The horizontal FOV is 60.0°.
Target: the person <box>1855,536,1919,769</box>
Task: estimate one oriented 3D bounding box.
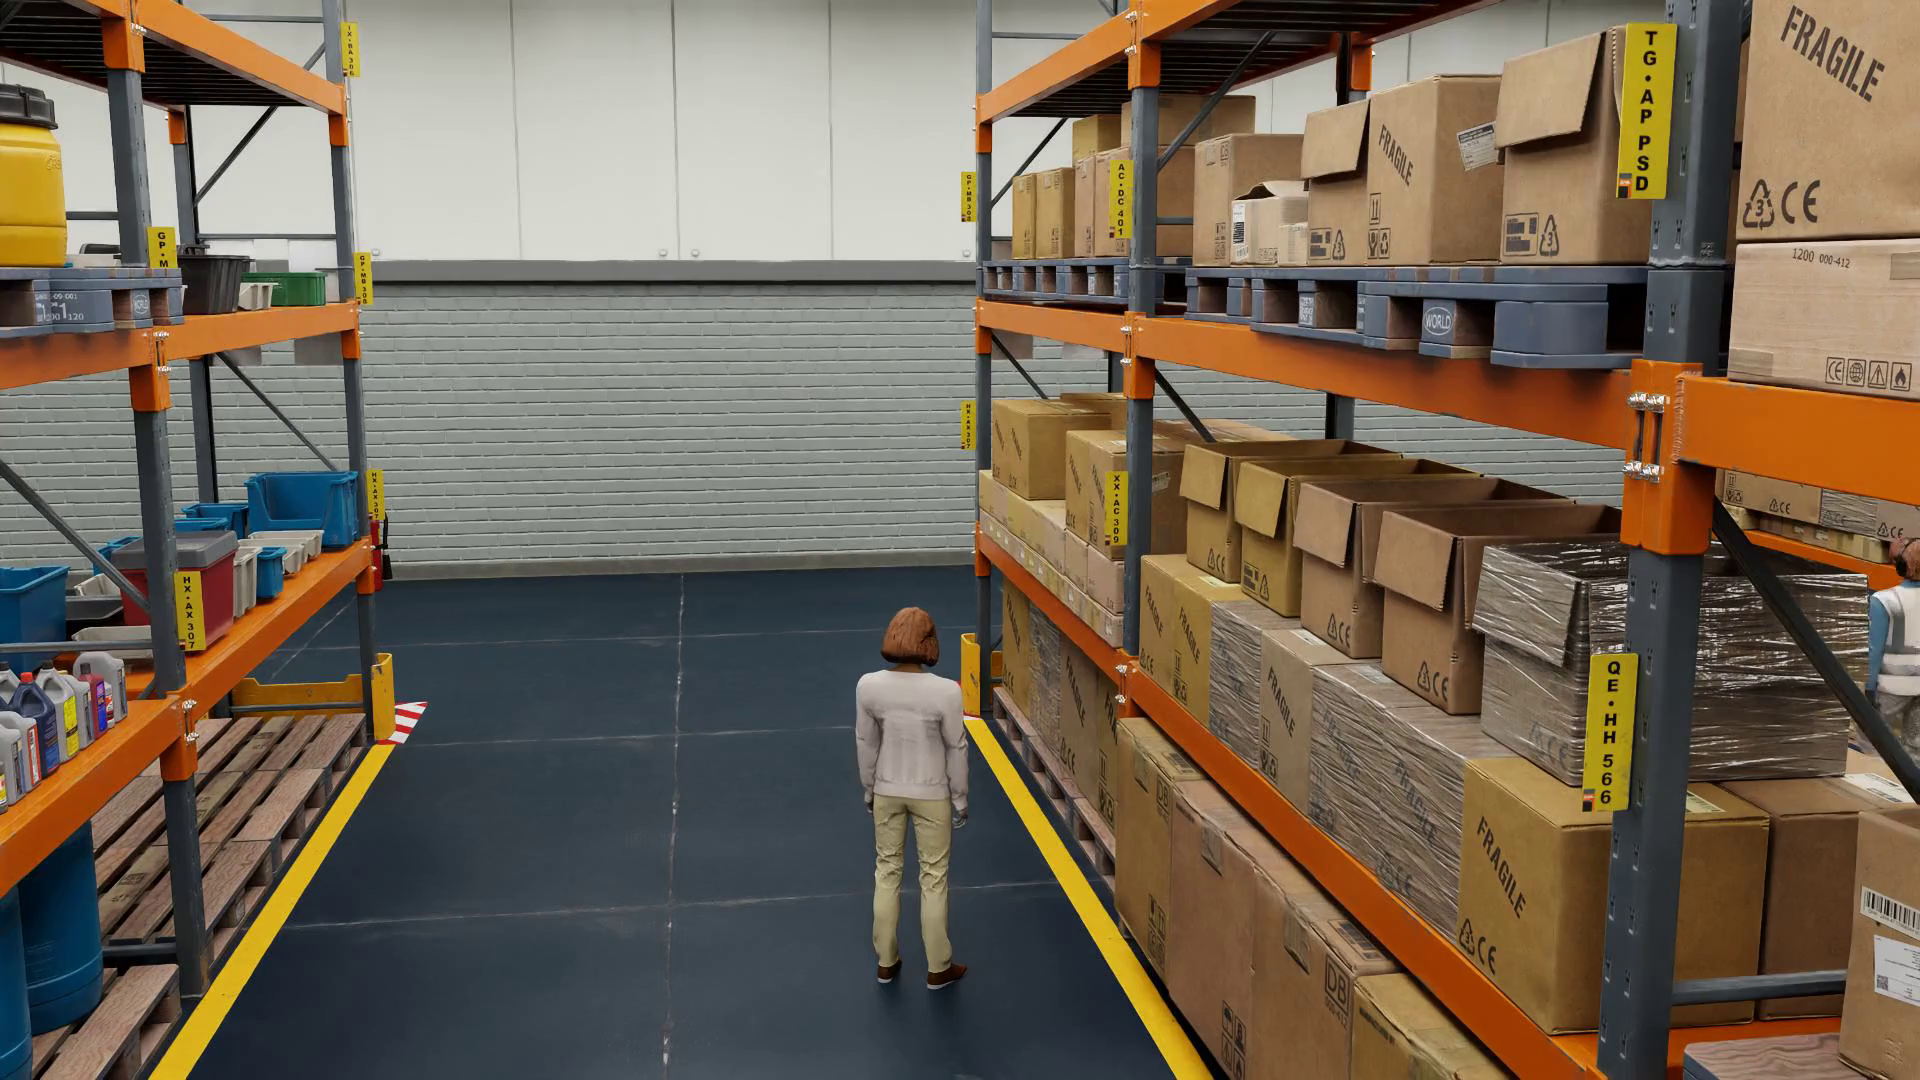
[{"bbox_3d":[5.046,0.792,8.865,0.514,1.631,0.389,-1,9,-5],"label":"person"}]

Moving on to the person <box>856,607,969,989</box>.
[{"bbox_3d":[-0.197,1.089,7.037,0.498,1.633,0.289,3,10,20],"label":"person"}]
